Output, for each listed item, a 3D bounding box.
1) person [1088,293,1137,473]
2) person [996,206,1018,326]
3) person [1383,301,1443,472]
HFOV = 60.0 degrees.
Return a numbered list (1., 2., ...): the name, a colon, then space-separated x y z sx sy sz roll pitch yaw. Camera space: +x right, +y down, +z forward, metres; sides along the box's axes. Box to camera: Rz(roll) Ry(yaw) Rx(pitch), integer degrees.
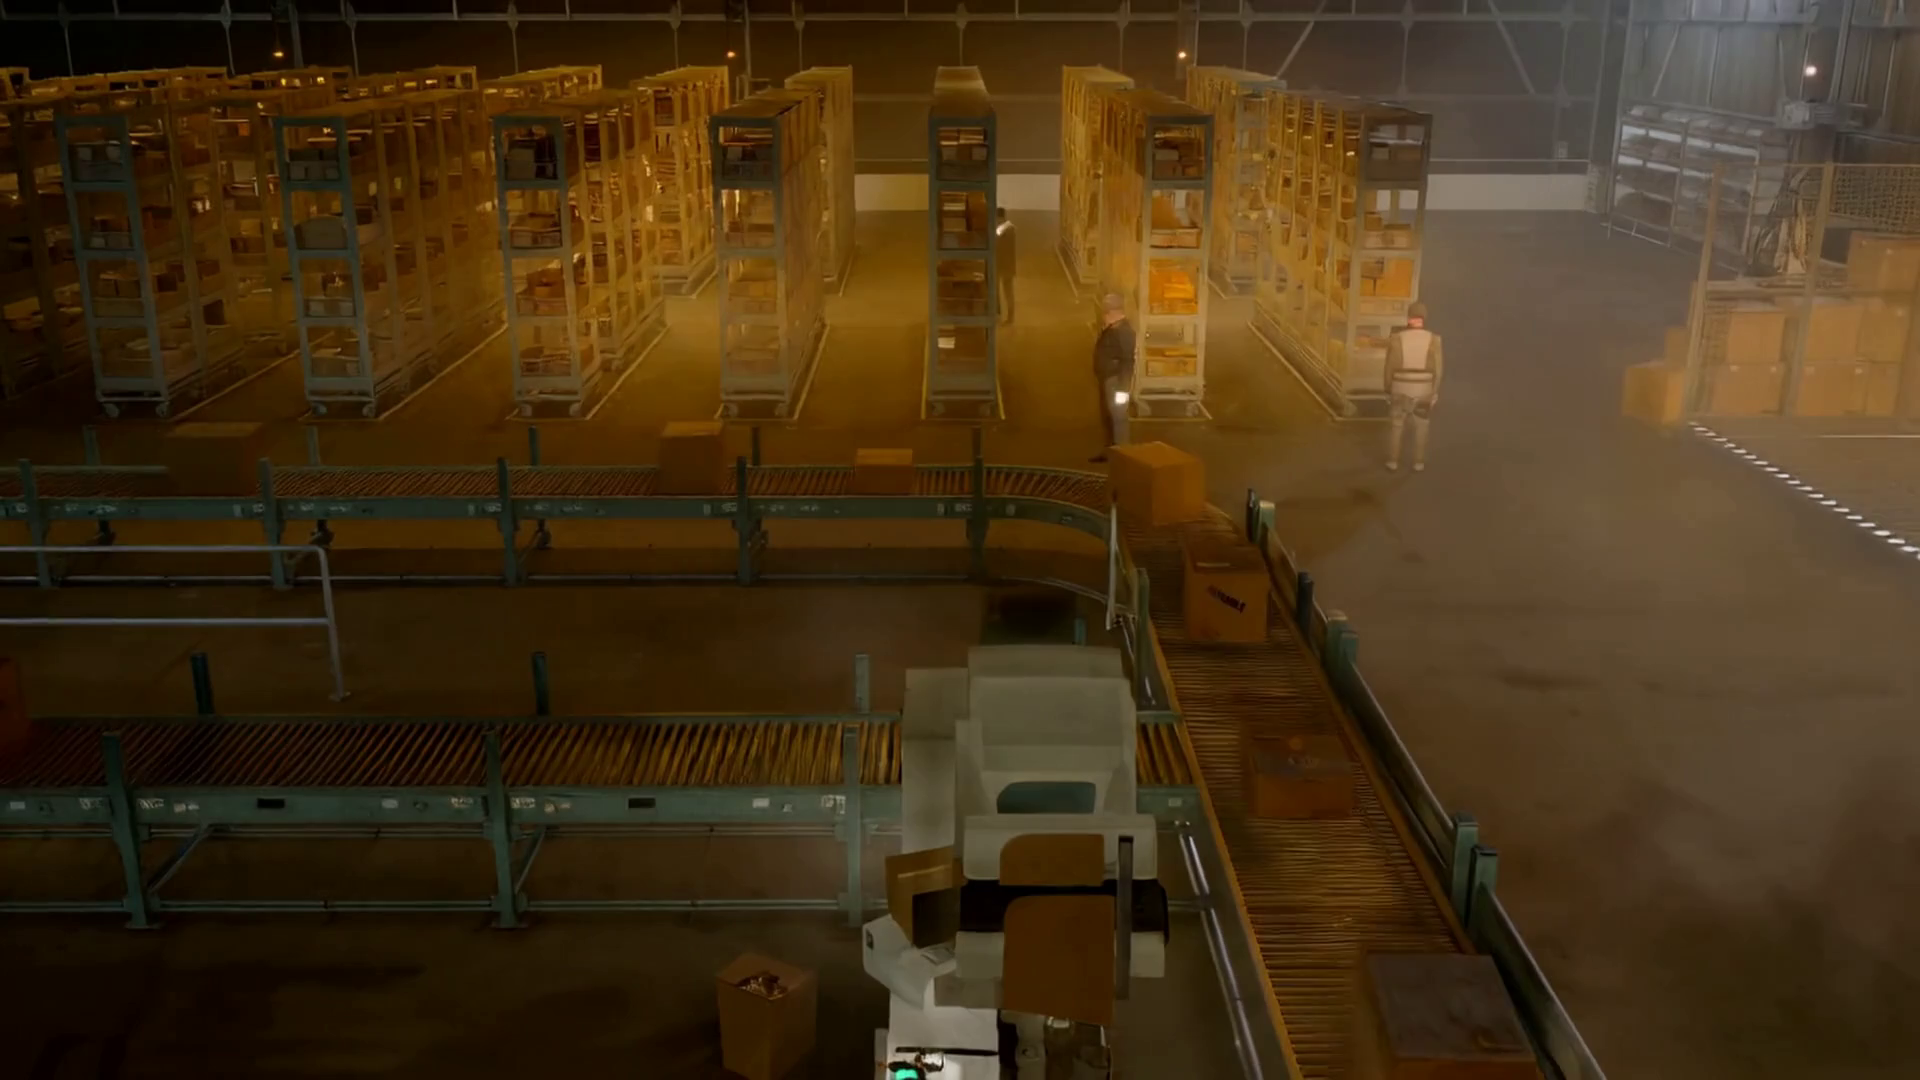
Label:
1. person: 1.619 -1.677 17.714 0.407 1.914 0.639 -5 19 -15
2. person: 0.644 -4.255 25.787 0.573 1.831 0.405 11 21 31
3. person: 4.801 -1.623 17.671 0.600 1.831 0.404 3 18 10
